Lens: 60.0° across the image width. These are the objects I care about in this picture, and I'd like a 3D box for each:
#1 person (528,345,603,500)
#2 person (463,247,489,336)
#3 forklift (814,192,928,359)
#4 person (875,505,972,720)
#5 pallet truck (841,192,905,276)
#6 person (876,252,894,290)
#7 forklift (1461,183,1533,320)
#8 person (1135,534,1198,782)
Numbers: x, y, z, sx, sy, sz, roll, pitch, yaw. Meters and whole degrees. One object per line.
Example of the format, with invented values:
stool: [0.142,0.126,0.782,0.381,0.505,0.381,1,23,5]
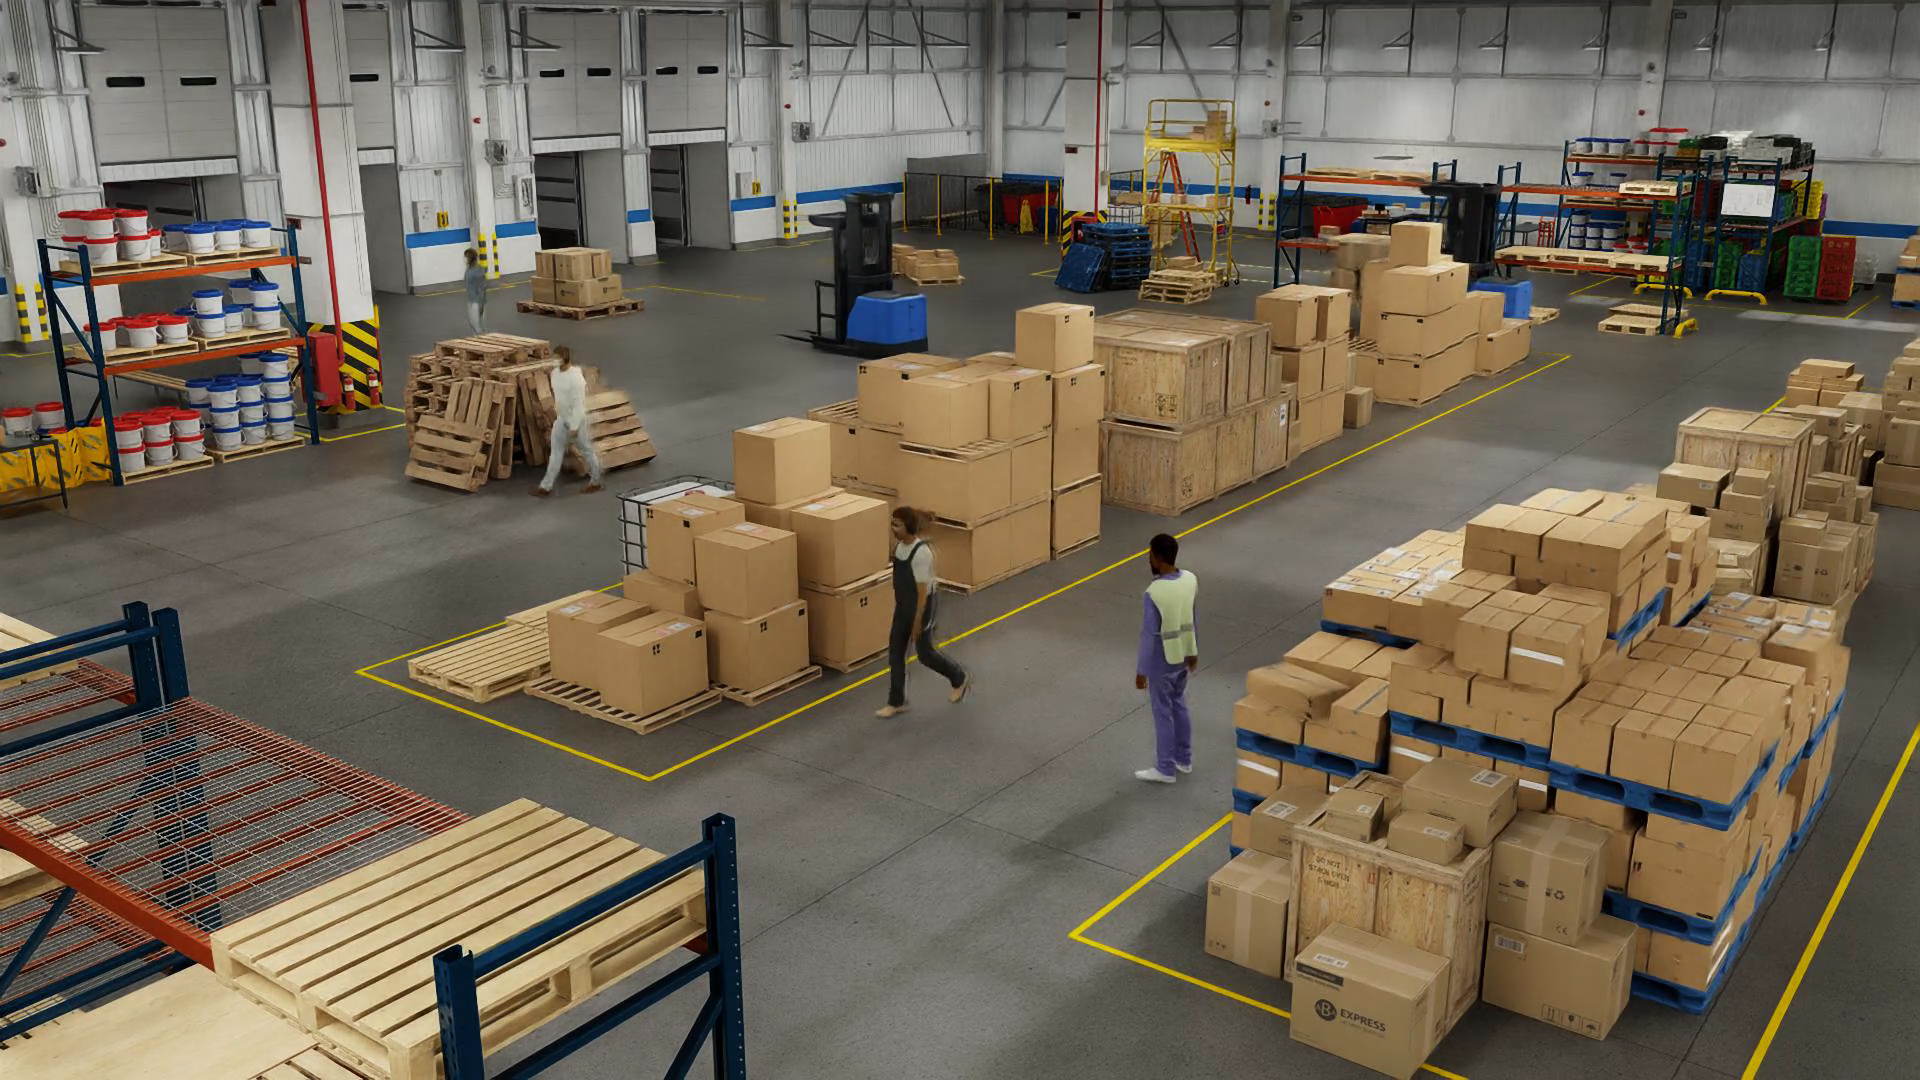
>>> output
person: [-4.790,-1.418,20.158,0.656,1.883,1.005,15,22,41]
person: [-8.471,-4.147,29.112,0.368,1.938,0.637,-12,21,-35]
forklift: [-1.567,-4.713,29.381,1.873,2.768,1.129,15,22,40]
person: [-0.316,0.570,13.709,0.806,1.818,0.518,-12,20,-34]
pallet truck: [-1.936,-7.159,38.982,1.885,1.965,0.823,-12,21,-34]
person: [-1.544,-5.104,32.438,0.874,1.858,0.573,1,17,4]
forklift: [9.676,-5.219,31.054,1.873,2.768,1.129,12,21,35]
person: [1.569,0.885,12.511,0.402,1.905,0.618,14,22,39]
